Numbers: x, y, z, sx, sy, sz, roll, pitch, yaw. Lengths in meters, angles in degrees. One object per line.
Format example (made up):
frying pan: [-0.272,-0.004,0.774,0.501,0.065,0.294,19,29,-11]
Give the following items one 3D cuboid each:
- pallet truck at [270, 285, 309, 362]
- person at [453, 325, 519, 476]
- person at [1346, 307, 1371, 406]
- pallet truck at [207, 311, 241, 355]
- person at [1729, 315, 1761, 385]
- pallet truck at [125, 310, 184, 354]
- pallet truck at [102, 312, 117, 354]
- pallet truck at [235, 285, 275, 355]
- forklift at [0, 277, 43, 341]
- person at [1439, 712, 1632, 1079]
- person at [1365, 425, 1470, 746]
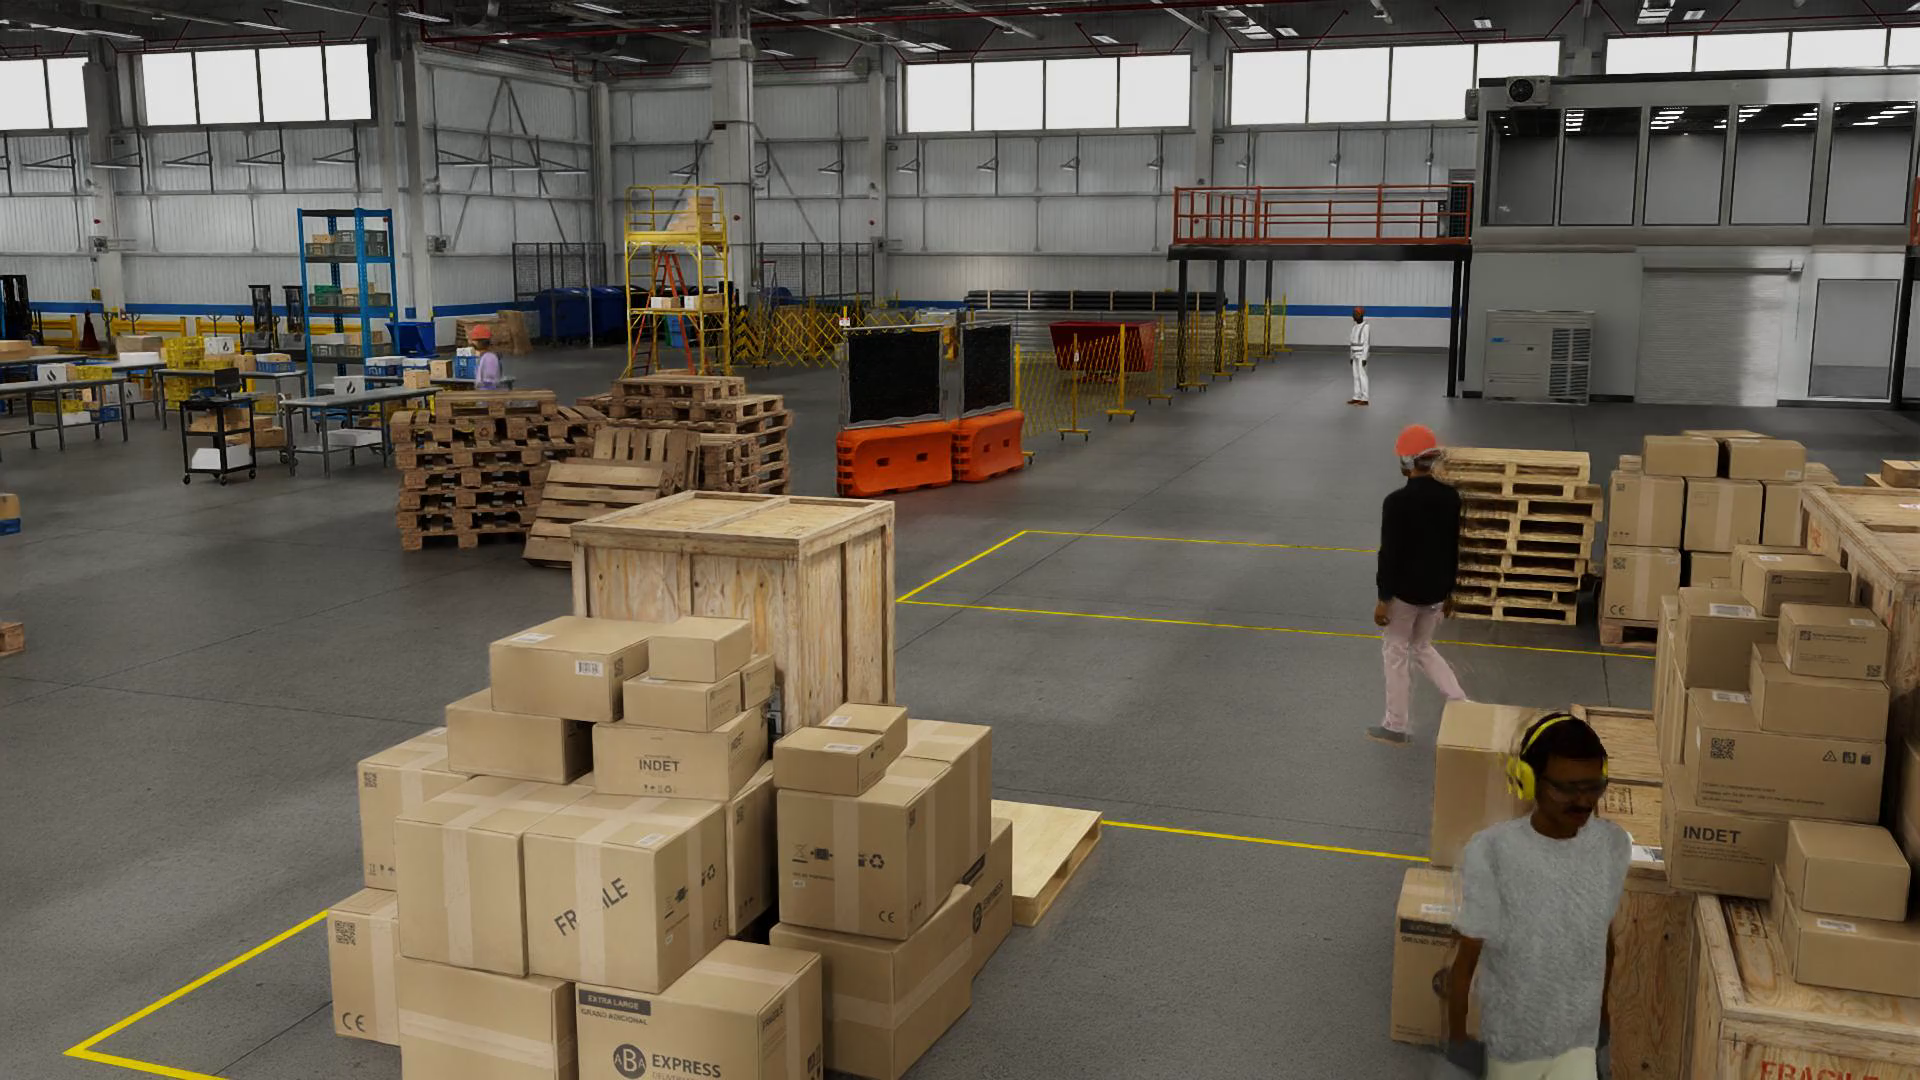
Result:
pallet truck: [-17.147,-5.700,43.663,0.823,1.965,1.885,3,11,17]
person: [-6.130,-1.820,21.813,1.015,2.003,0.615,-7,12,-33]
person: [7.555,-3.467,31.448,0.354,1.876,0.571,-3,10,-15]
pallet truck: [-19.537,-5.575,44.913,0.653,1.274,1.630,3,11,19]
person: [16.882,-4.178,35.454,0.975,1.865,0.640,-3,11,-17]
pallet truck: [-22.038,-5.665,45.457,0.704,1.261,1.522,3,11,17]
pallet truck: [-23.057,-5.777,46.261,0.680,1.201,1.601,3,11,19]
pallet truck: [-18.327,-5.835,44.421,0.823,1.965,1.885,4,11,23]
forklift: [-27.151,-6.329,46.328,1.157,1.987,2.680,3,11,17]
person: [1.529,1.333,4.524,0.528,1.842,0.876,-2,10,-12]
person: [2.775,0.302,9.932,0.622,1.977,0.629,-7,12,-33]
